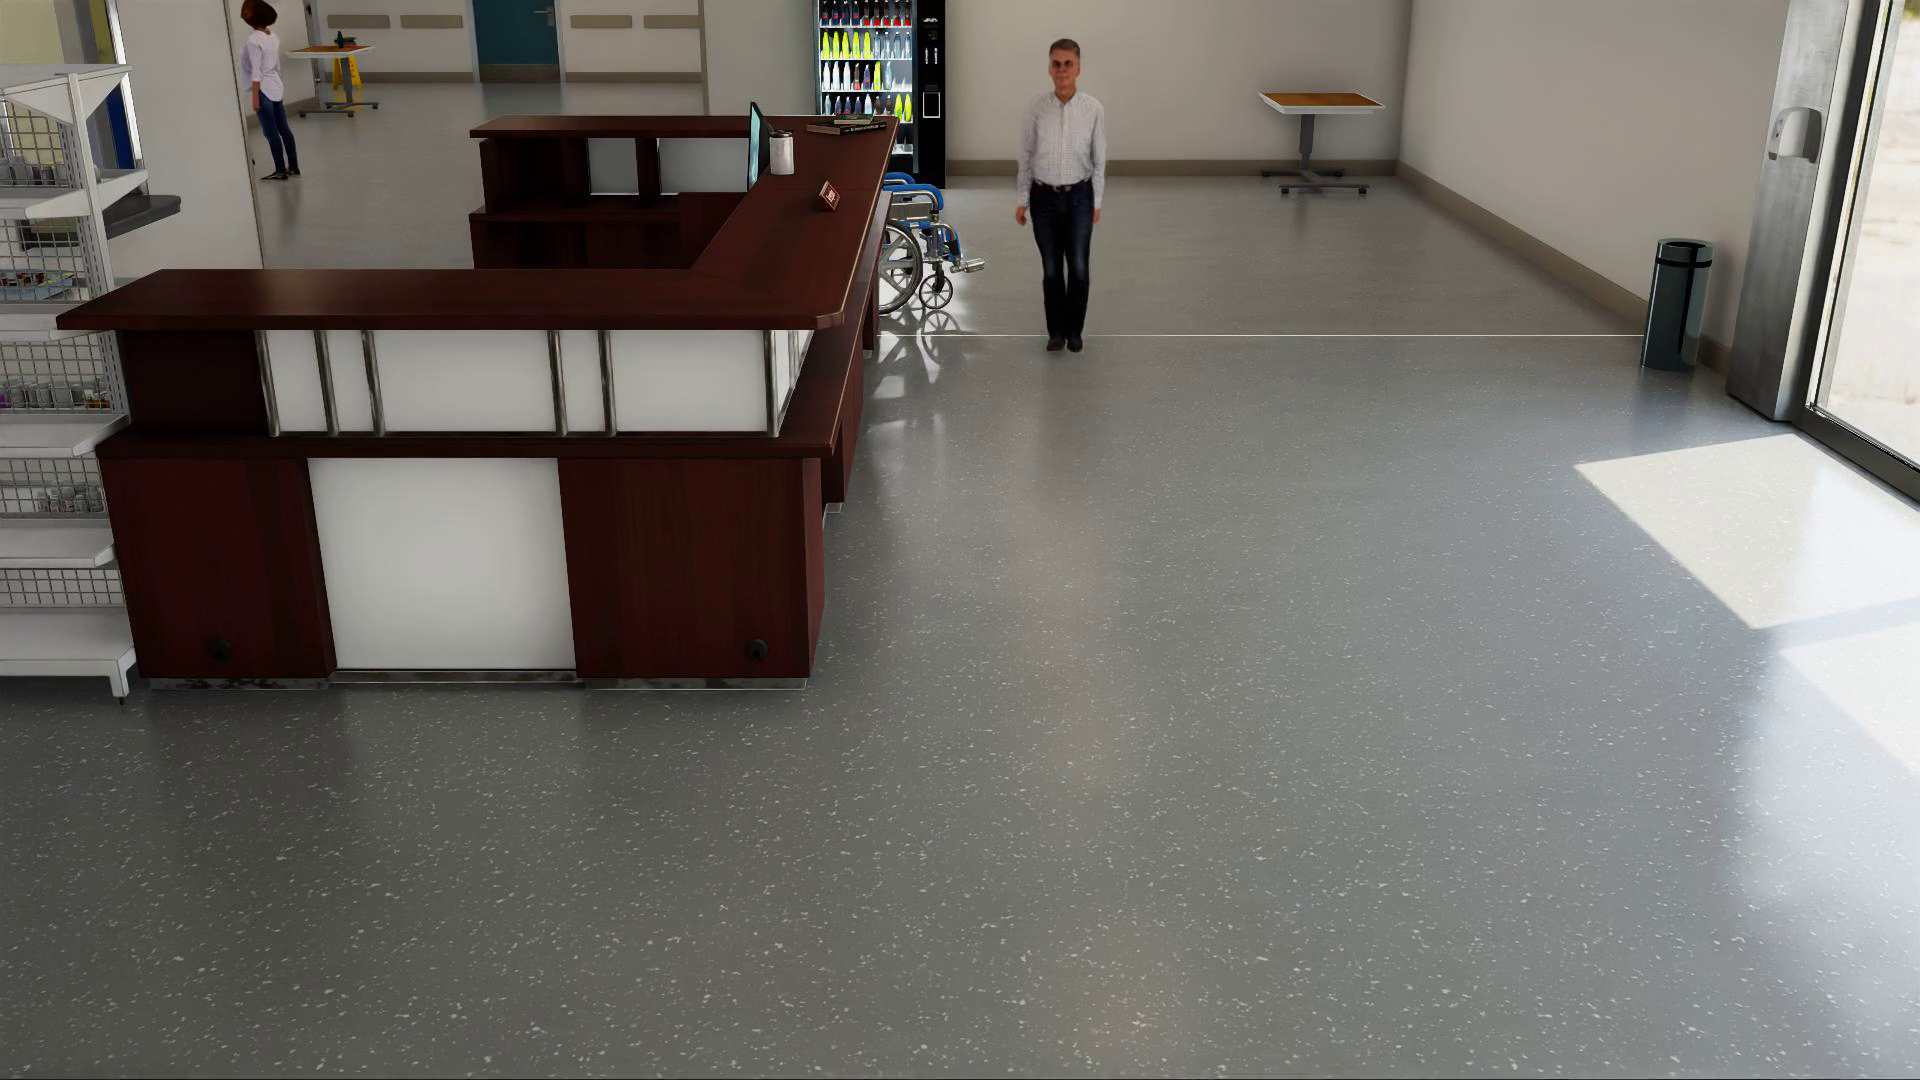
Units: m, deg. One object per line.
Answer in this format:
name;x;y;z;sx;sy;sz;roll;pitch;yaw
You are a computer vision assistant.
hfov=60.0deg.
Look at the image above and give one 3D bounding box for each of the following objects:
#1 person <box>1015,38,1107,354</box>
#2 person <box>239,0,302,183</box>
person;0.601;-2.005;9.759;0.658;1.804;0.769;4;21;9
person;-6.695;-4.360;16.111;0.634;1.711;0.678;3;21;8
